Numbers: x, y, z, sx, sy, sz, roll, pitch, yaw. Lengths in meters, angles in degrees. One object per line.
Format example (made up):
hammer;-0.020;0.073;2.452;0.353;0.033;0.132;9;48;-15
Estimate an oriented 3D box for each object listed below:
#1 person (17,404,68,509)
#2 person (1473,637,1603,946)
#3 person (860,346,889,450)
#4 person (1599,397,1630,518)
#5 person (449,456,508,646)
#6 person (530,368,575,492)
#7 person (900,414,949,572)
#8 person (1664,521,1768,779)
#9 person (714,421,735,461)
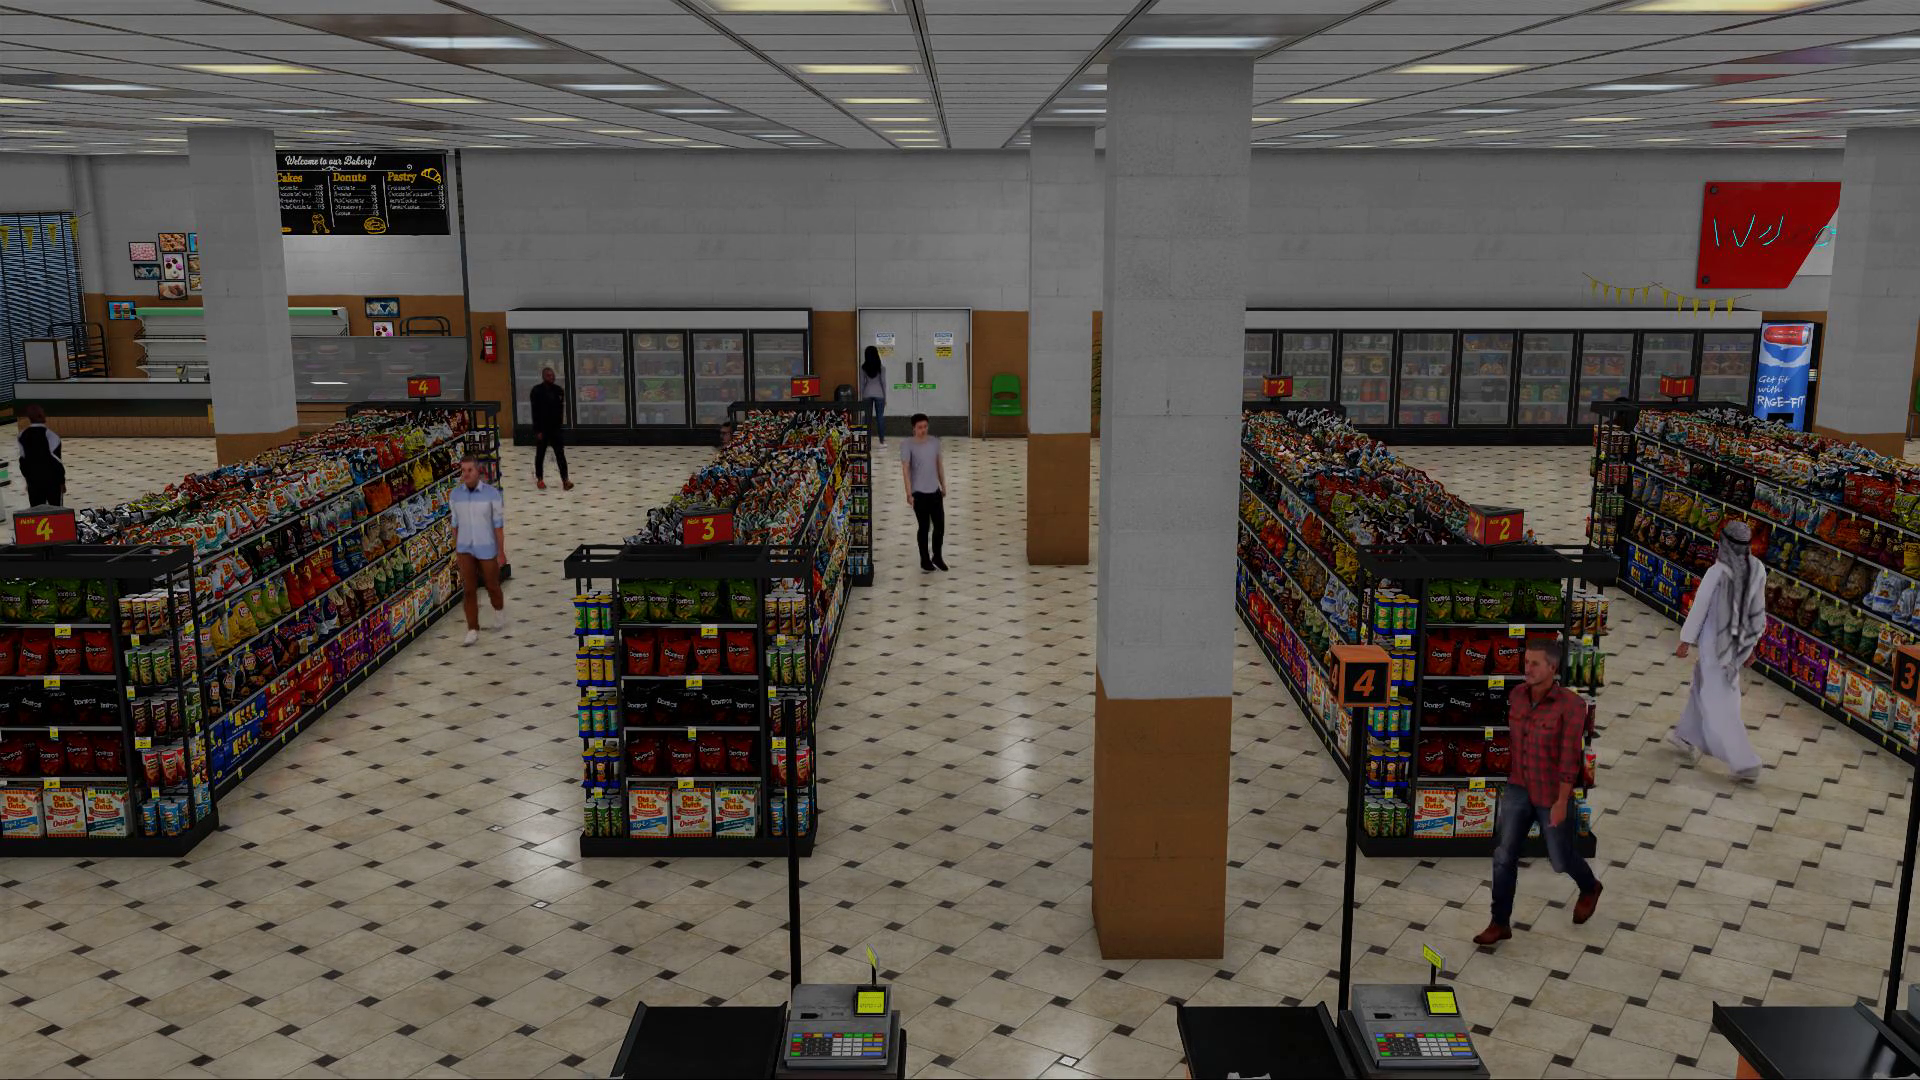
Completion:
person;-10.971;-0.723;19.893;0.679;1.828;0.561;1;12;5
person;3.434;1.458;9.633;1.180;1.788;1.205;-9;15;-36
person;-1.468;-2.413;28.142;0.634;1.736;0.571;2;12;9
person;8.273;-0.920;20.943;0.708;1.782;0.752;11;16;41
person;-4.660;0.075;16.178;0.699;1.796;1.091;0;12;-2
person;-6.027;-1.586;24.130;1.093;1.771;1.229;-8;14;-34
person;-0.442;-0.551;19.067;0.850;1.832;0.812;-7;14;-28
person;5.721;0.842;12.320;1.026;1.886;1.346;-5;13;-22
person;-2.575;-0.505;19.053;0.734;1.747;0.757;8;14;33
